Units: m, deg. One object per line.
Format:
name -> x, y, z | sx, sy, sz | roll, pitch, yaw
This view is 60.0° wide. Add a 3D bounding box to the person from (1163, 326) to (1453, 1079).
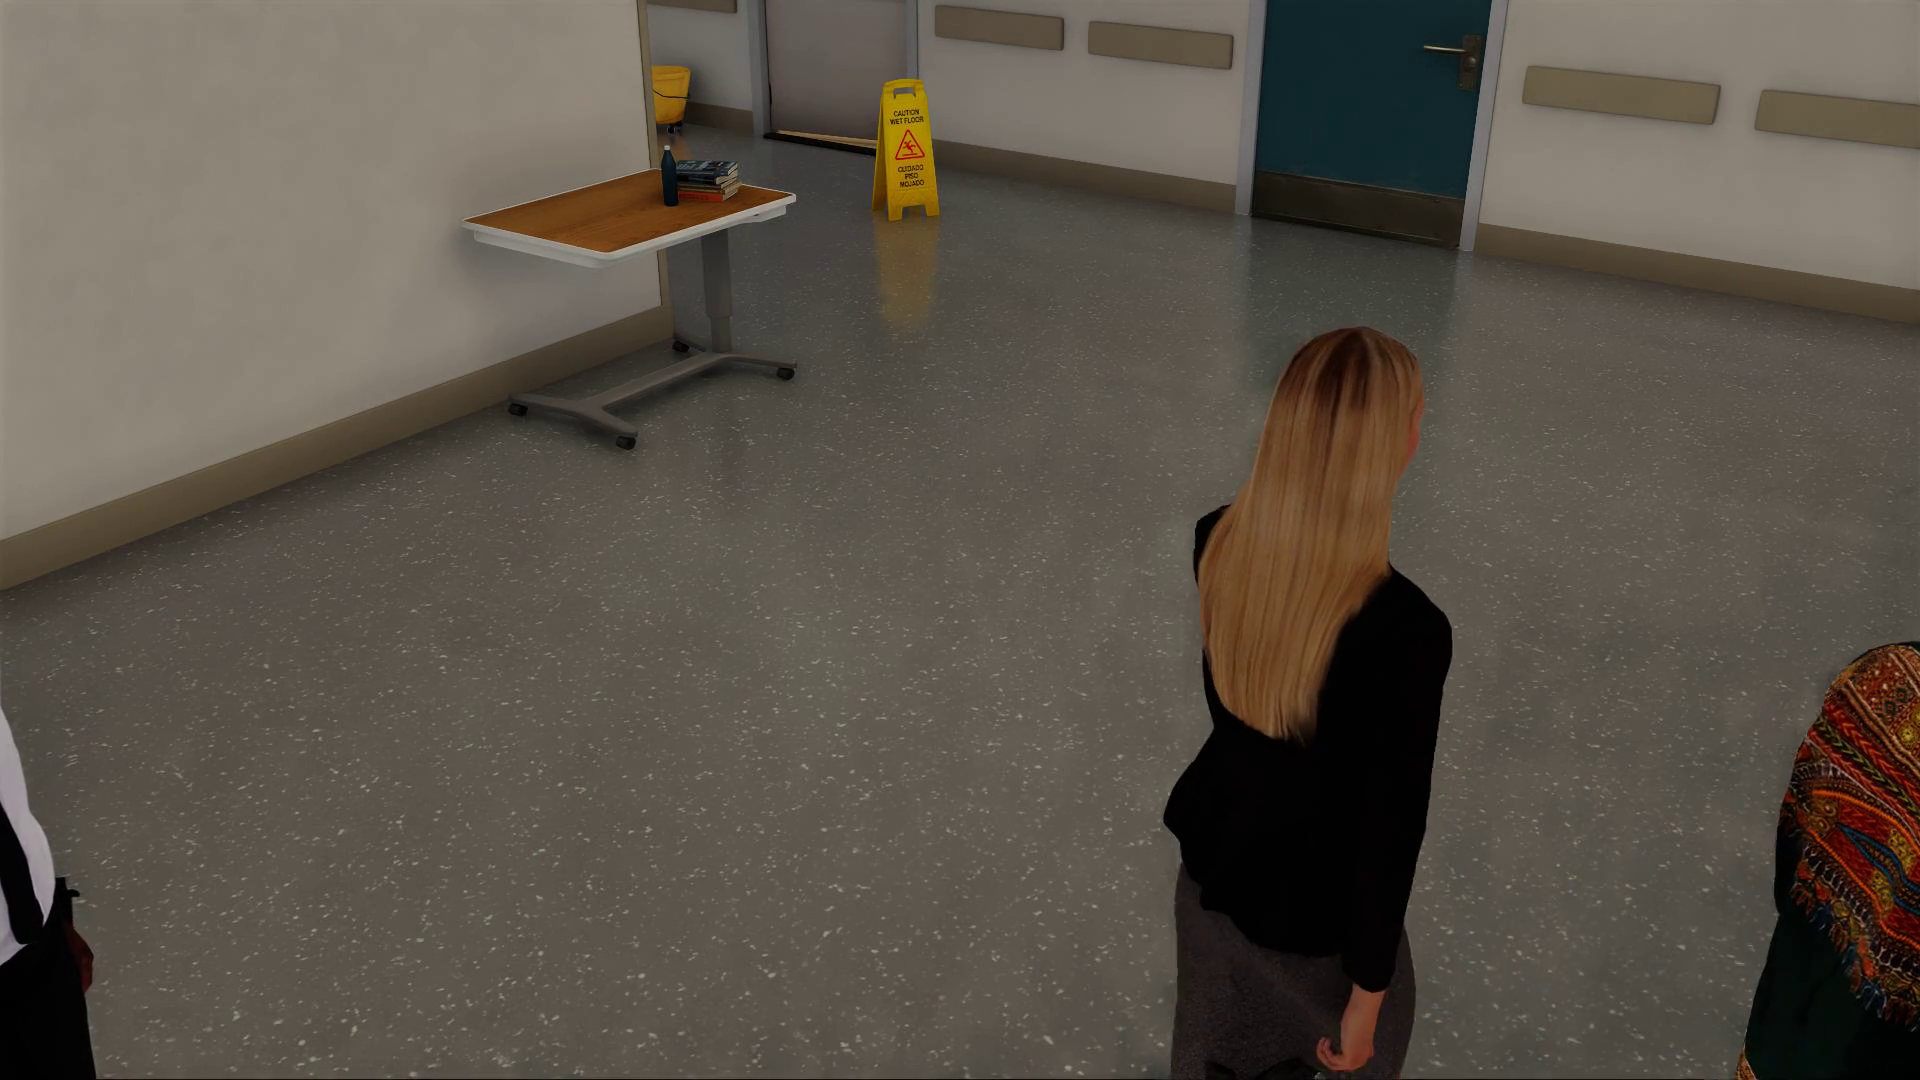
person -> 0.391, 0.609, 2.373 | 0.826, 1.812, 0.991 | -20, 32, -36
